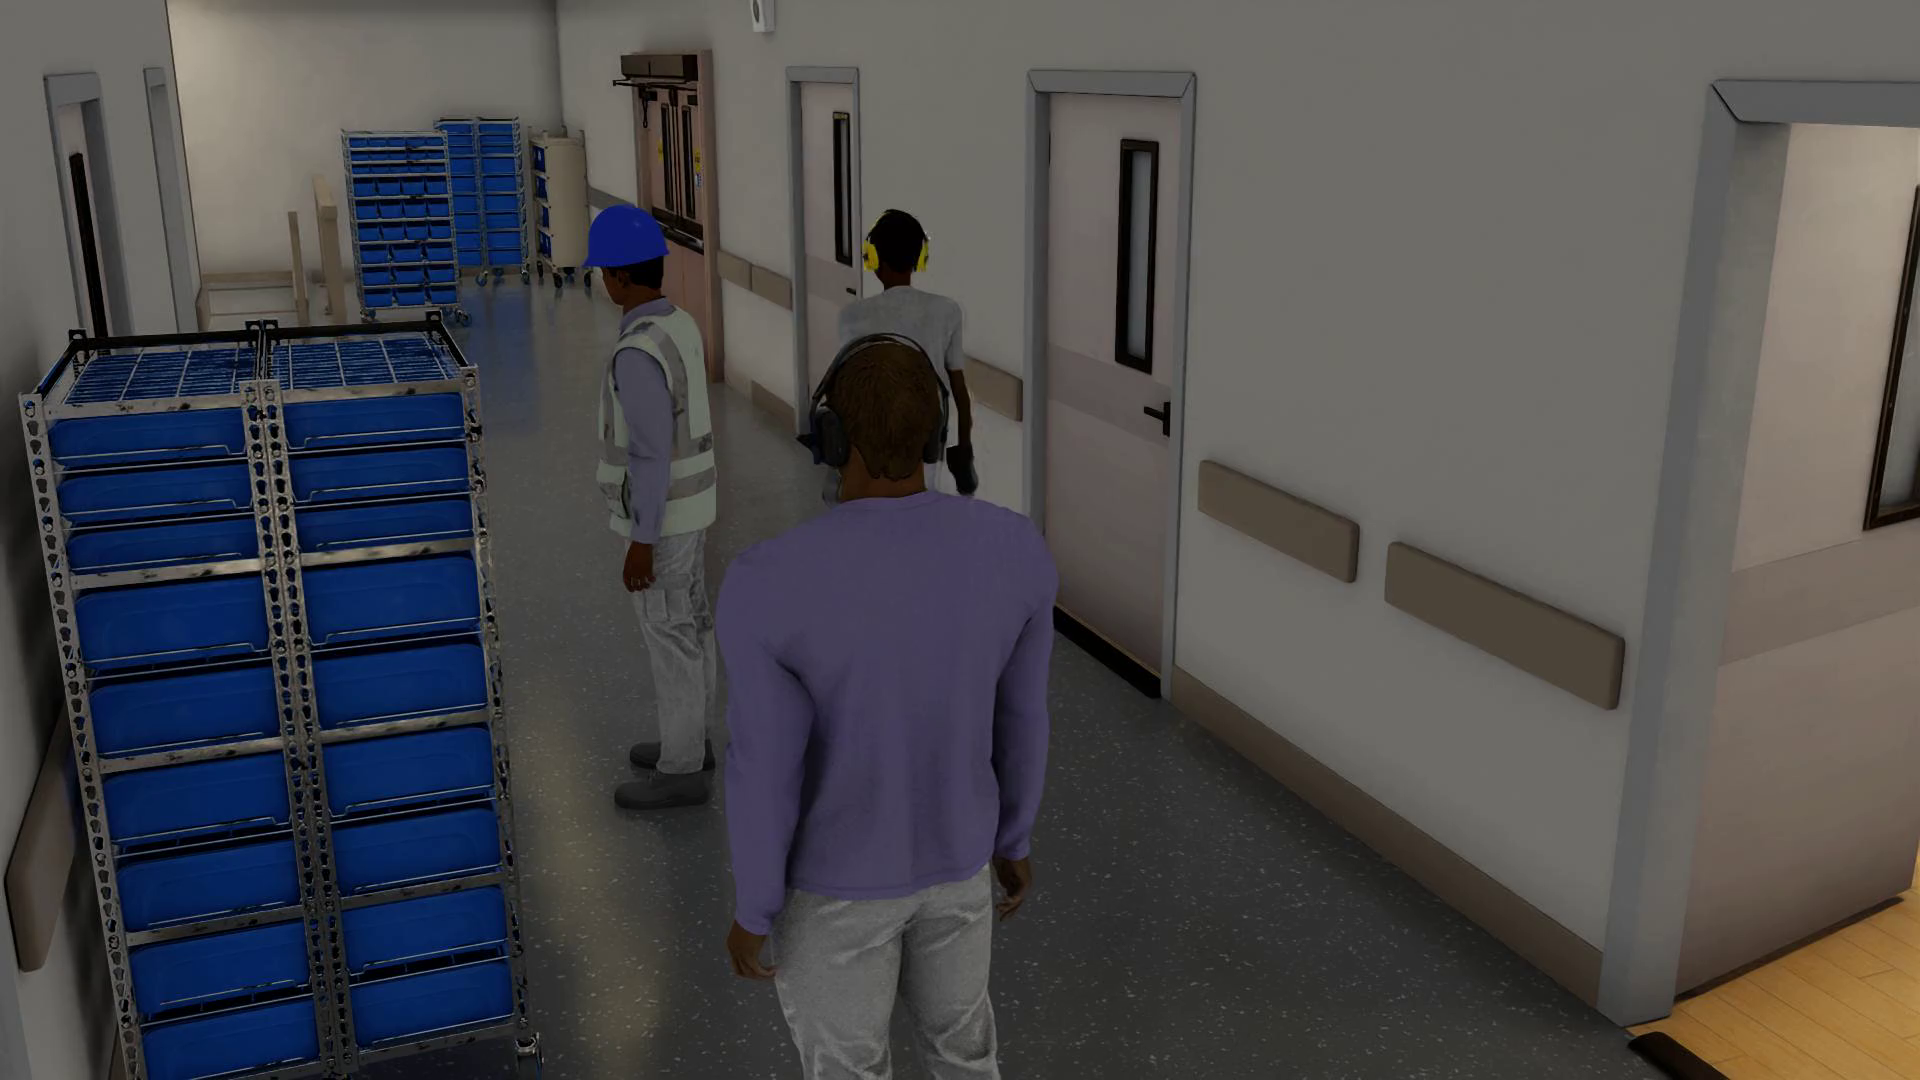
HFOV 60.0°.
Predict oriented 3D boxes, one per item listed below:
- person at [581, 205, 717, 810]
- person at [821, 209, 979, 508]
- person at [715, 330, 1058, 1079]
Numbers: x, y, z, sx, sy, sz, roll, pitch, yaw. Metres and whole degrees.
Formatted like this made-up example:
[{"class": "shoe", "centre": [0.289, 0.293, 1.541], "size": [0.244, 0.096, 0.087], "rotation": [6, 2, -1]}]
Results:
[{"class": "person", "centre": [-0.976, -0.088, 5.337], "size": [0.402, 1.943, 0.605], "rotation": [1, 16, 2]}, {"class": "person", "centre": [-0.204, -0.284, 6.192], "size": [0.553, 1.847, 0.479], "rotation": [-8, 18, -26]}, {"class": "person", "centre": [-0.129, 0.590, 2.997], "size": [0.635, 1.938, 0.359], "rotation": [-9, 18, -29]}]
